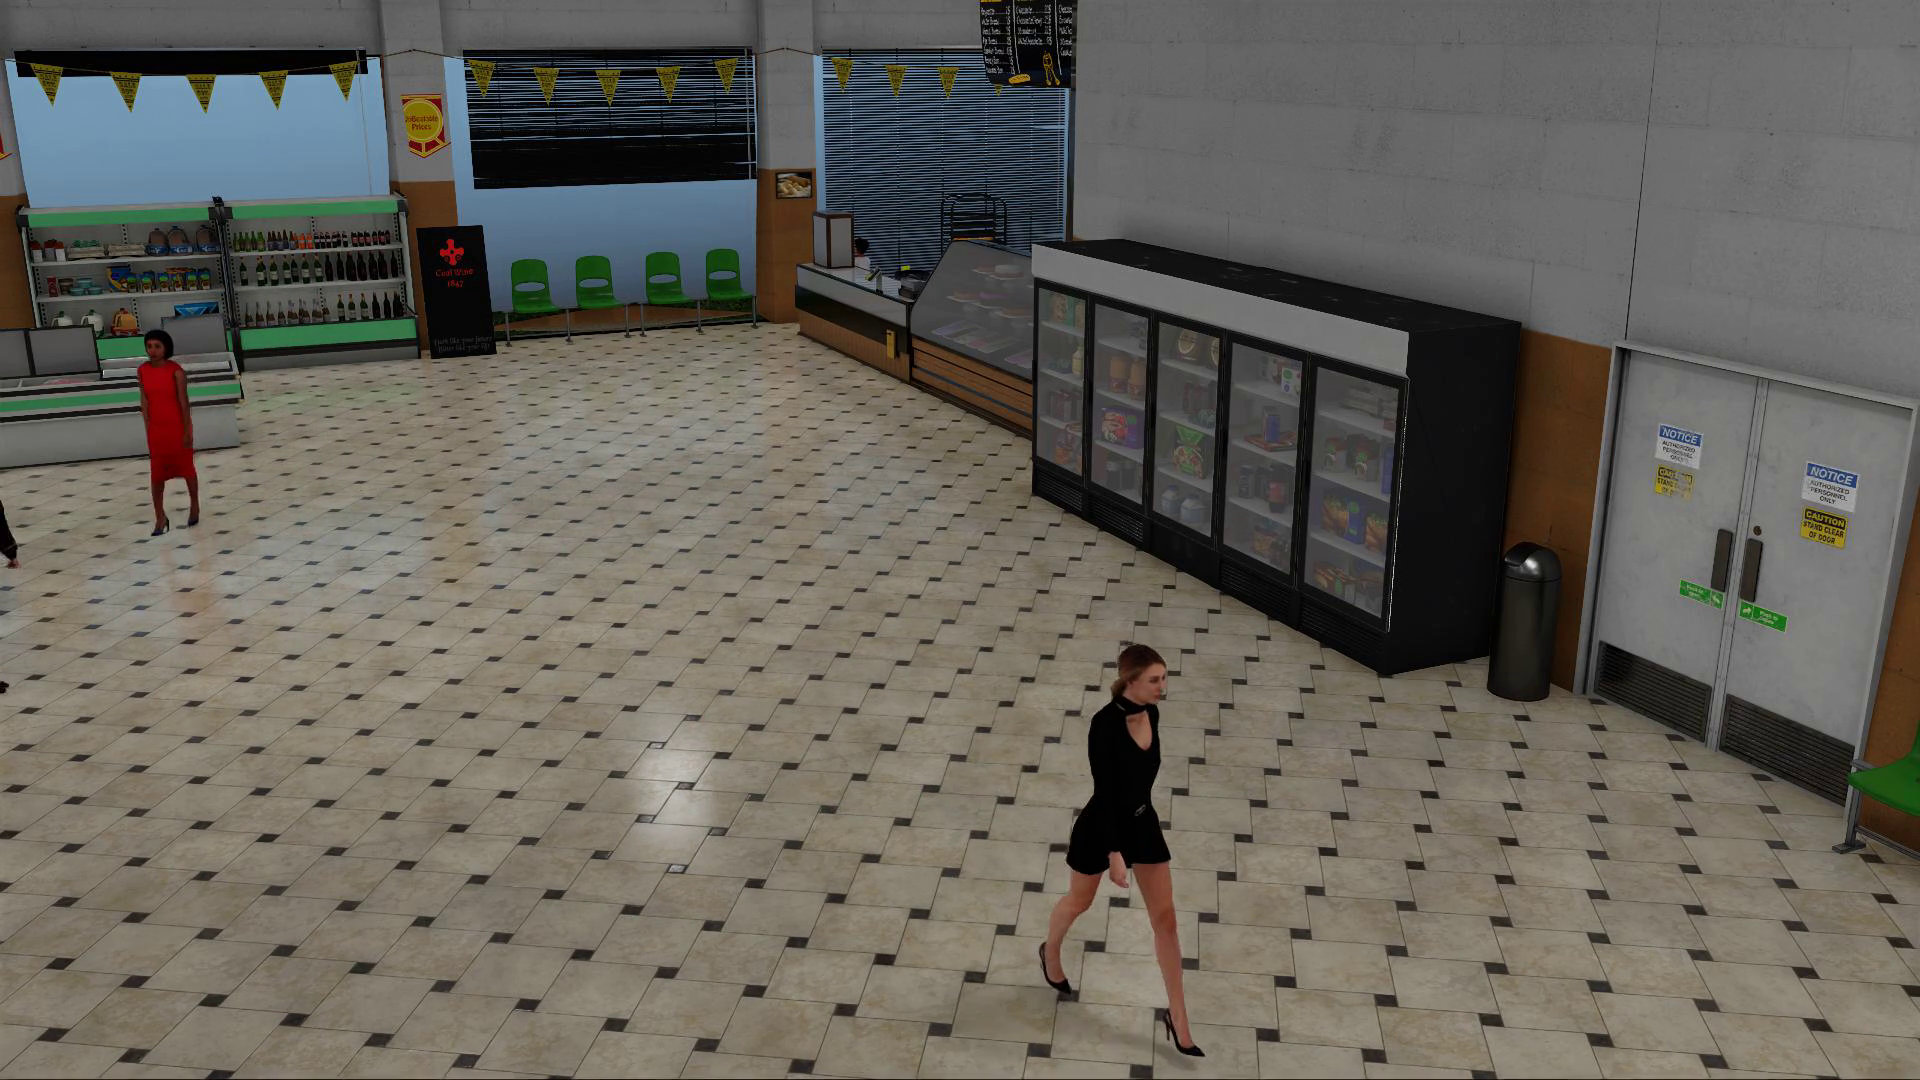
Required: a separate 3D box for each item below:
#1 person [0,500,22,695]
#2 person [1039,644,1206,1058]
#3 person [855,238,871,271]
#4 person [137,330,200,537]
[{"bbox_3d":[-6.341,0.183,10.558,0.897,1.660,0.846,5,18,16],"label":"person"},{"bbox_3d":[0.594,1.255,6.934,1.107,1.716,0.808,-13,21,-37],"label":"person"},{"bbox_3d":[-1.431,-3.773,24.270,0.619,1.262,0.534,15,23,41],"label":"person"},{"bbox_3d":[-6.666,-0.929,14.125,0.948,1.715,0.876,0,17,-2],"label":"person"}]
